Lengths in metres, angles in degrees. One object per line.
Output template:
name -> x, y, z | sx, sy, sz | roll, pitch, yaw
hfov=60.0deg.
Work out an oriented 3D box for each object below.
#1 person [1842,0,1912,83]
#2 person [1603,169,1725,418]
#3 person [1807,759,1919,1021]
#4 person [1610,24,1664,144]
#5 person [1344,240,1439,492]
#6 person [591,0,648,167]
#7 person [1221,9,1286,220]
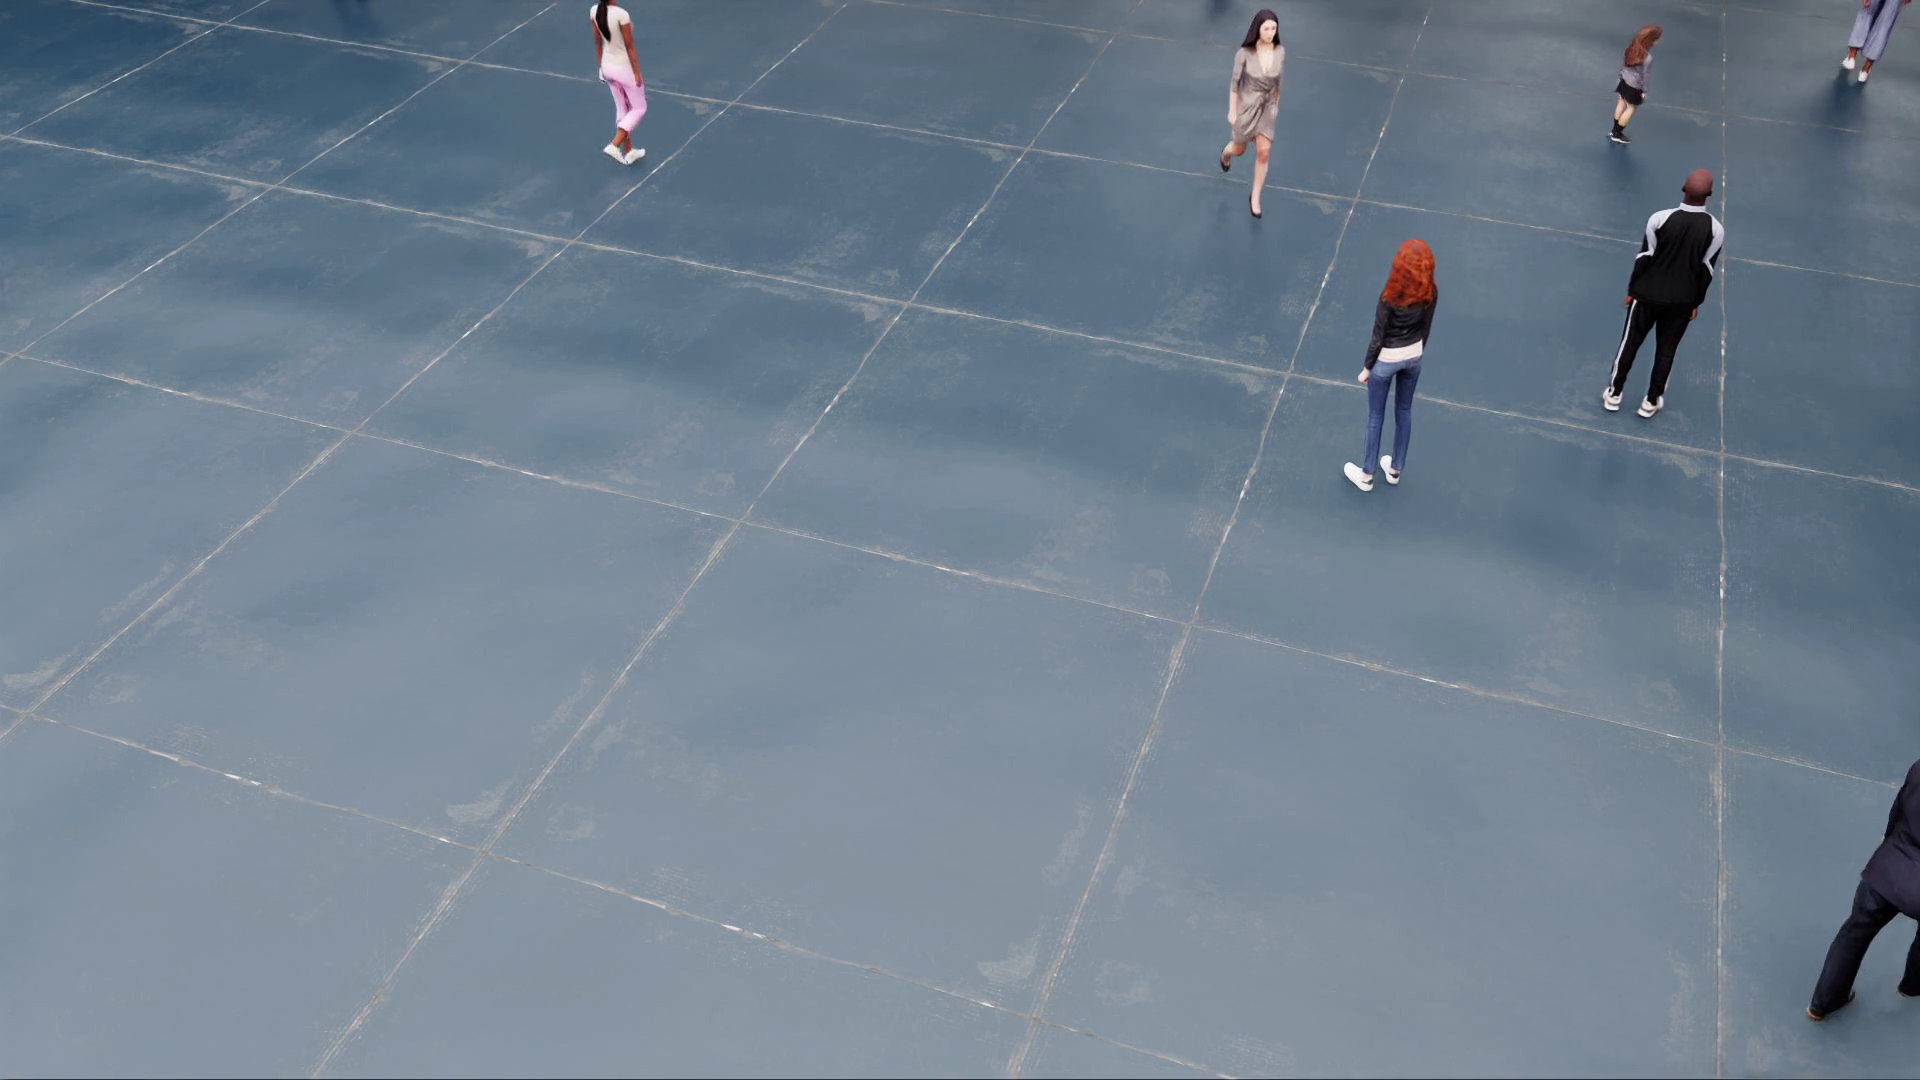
person -> 8.921, -5.230, 15.976 | 0.643, 1.686, 0.742 | 20, 42, 23
person -> 4.796, -1.671, 11.313 | 0.655, 1.826, 0.533 | 14, 40, 17
person -> 4.134, 1.504, 7.285 | 1.117, 1.789, 1.032 | -20, 42, -23
person -> 6.111, -4.185, 15.129 | 0.635, 1.083, 0.527 | -17, 41, -21
person -> 2.779, -1.108, 10.623 | 0.669, 1.789, 0.708 | -10, 39, -12
person -> -2.995, -4.012, 14.384 | 0.688, 1.729, 0.854 | 22, 43, 25
person -> 2.418, -3.586, 13.841 | 0.942, 1.726, 1.113 | -8, 39, -10
